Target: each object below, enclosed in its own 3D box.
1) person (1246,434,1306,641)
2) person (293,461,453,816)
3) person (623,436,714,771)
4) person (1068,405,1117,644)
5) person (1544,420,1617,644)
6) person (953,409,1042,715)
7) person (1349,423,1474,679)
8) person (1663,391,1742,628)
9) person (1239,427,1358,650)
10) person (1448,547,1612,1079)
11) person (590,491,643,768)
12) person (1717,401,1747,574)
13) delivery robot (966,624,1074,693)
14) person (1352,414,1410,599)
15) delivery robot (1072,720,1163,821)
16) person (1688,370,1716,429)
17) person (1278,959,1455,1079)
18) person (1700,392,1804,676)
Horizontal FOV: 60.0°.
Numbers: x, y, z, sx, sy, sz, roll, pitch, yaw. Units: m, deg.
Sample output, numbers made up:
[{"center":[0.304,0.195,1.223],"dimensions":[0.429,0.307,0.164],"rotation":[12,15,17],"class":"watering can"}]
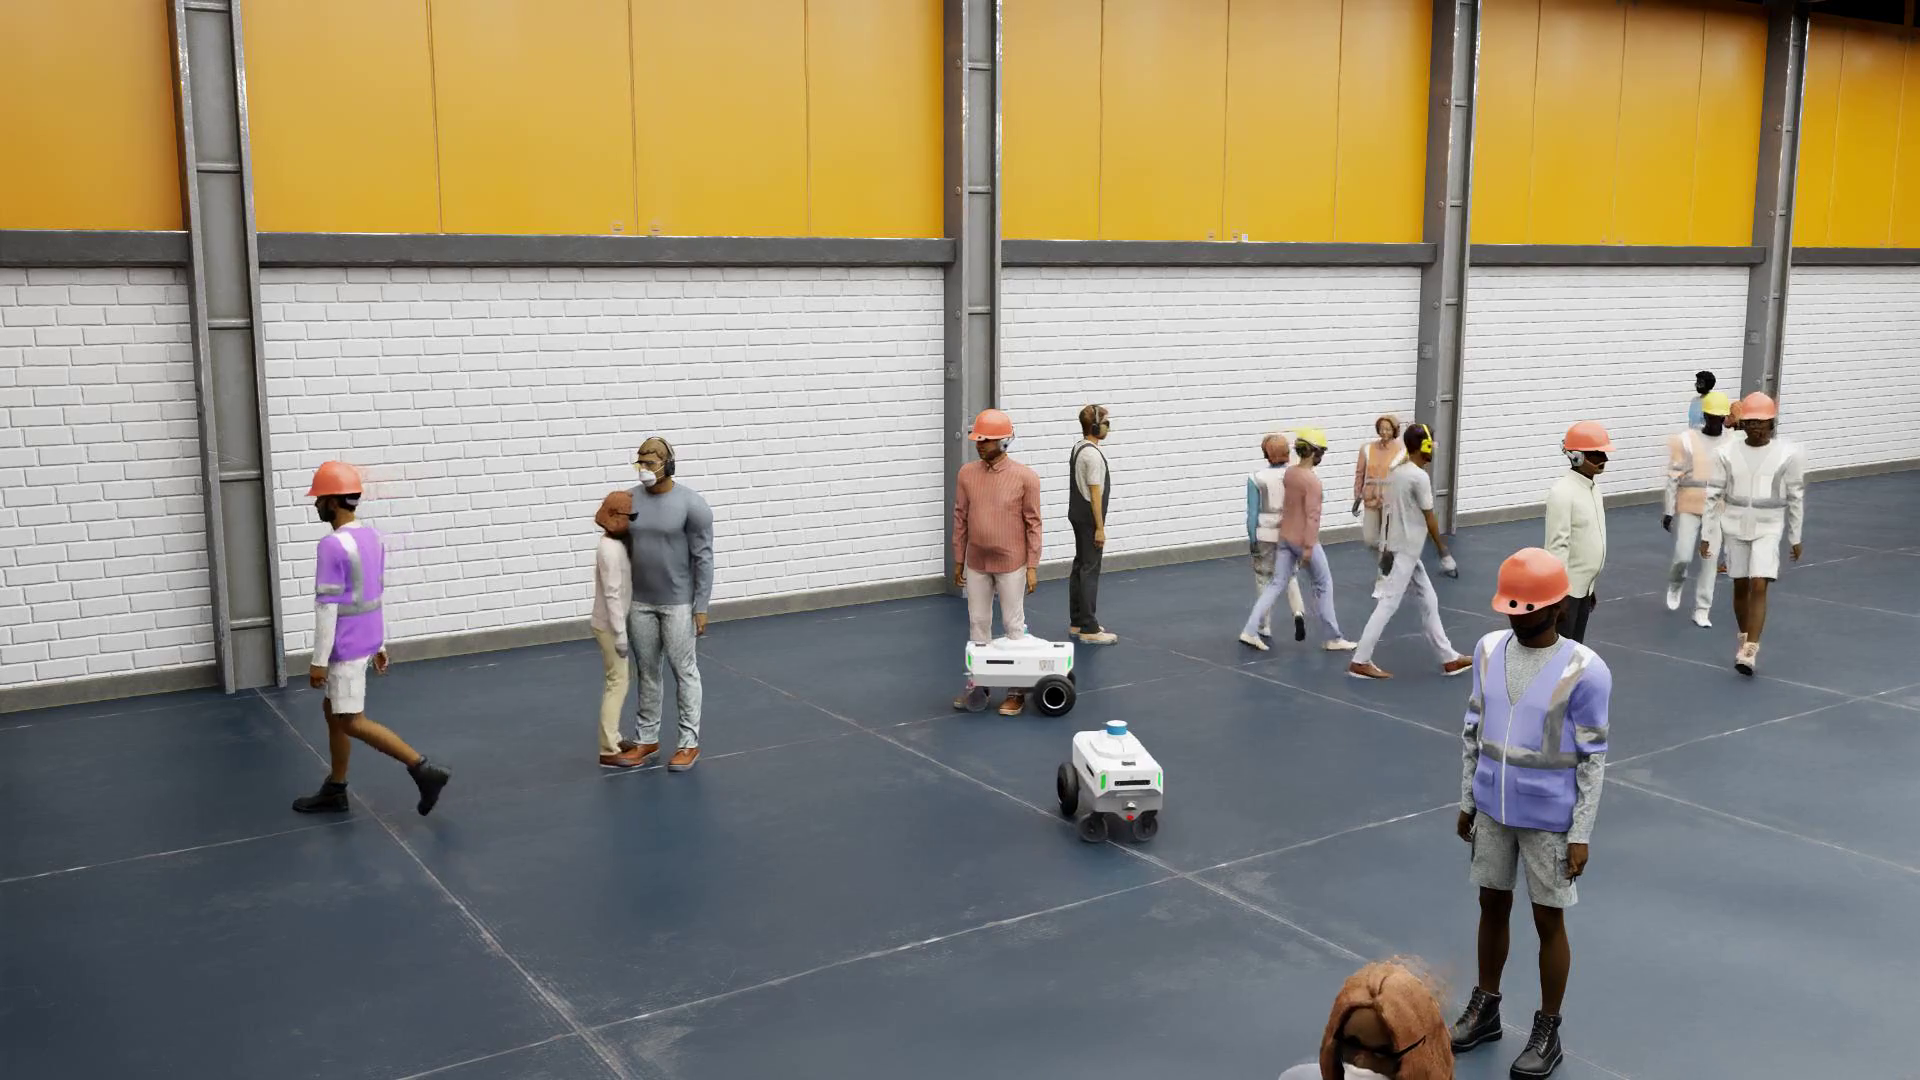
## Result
[{"center":[2.455,-0.008,12.804],"dimensions":[0.512,1.615,0.642],"rotation":[-1,9,-6],"class":"person"},{"center":[-3.113,0.535,8.691],"dimensions":[0.850,1.910,0.546],"rotation":[0,9,0],"class":"person"},{"center":[-1.714,0.366,9.610],"dimensions":[0.629,1.940,0.378],"rotation":[4,10,22],"class":"person"},{"center":[1.014,-0.123,12.840],"dimensions":[0.342,1.844,0.509],"rotation":[-2,10,-12],"class":"person"},{"center":[3.692,0.275,9.988],"dimensions":[0.389,1.996,0.612],"rotation":[8,12,38],"class":"person"},{"center":[0.225,0.143,10.791],"dimensions":[0.623,1.990,0.390],"rotation":[5,11,28],"class":"person"},{"center":[3.213,0.093,11.660],"dimensions":[0.988,1.801,0.531],"rotation":[0,9,2],"class":"person"},{"center":[6.023,-0.267,13.499],"dimensions":[0.618,1.911,0.575],"rotation":[2,10,9],"class":"person"},{"center":[2.534,0.002,12.498],"dimensions":[0.888,1.712,0.512],"rotation":[-4,10,-20],"class":"person"},{"center":[2.023,0.973,5.985],"dimensions":[0.370,1.928,0.543],"rotation":[-8,12,-39],"class":"person"},{"center":[-1.985,0.516,9.668],"dimensions":[0.316,1.615,0.508],"rotation":[-1,9,-5],"class":"person"},{"center":[7.305,-0.490,15.685],"dimensions":[0.498,1.633,0.282],"rotation":[-7,12,-35],"class":"person"},{"center":[0.390,0.793,10.913],"dimensions":[0.707,0.478,0.477],"rotation":[1,9,4],"class":"delivery robot"},{"center":[3.768,-0.323,14.725],"dimensions":[0.520,1.614,0.675],"rotation":[7,12,38],"class":"person"},{"center":[0.808,1.178,8.596],"dimensions":[0.477,0.478,0.707],"rotation":[-1,10,-8],"class":"delivery robot"},{"center":[8.647,-1.127,19.359],"dimensions":[0.321,1.691,0.536],"rotation":[-1,10,-8],"class":"person"},{"center":[0.814,1.578,3.241],"dimensions":[0.521,1.617,0.403],"rotation":[8,12,41],"class":"person"},{"center":[5.610,-0.038,11.839],"dimensions":[0.637,2.000,1.001],"rotation":[7,12,35],"class":"person"}]
